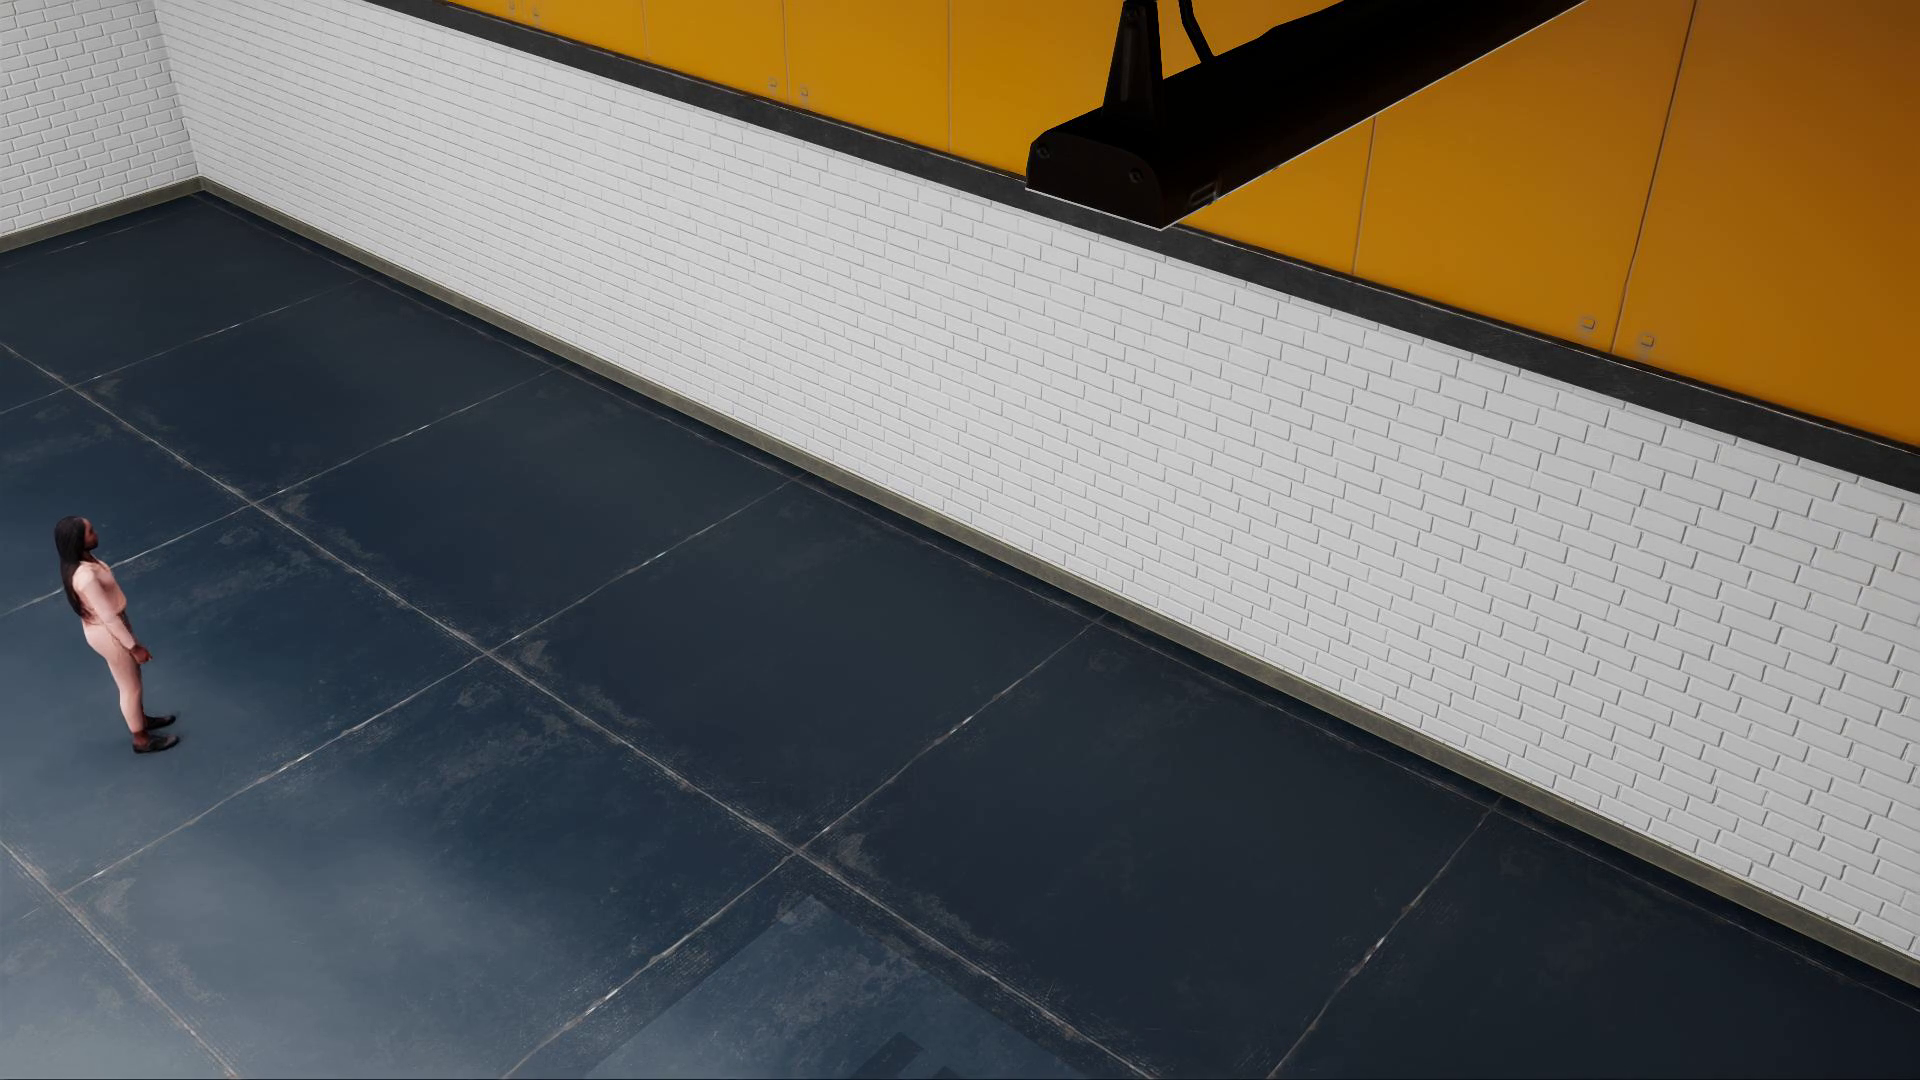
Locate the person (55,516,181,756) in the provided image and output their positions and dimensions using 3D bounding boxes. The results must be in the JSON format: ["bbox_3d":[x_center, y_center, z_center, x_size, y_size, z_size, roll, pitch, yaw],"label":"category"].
[{"bbox_3d":[-5.223,0.603,10.195,0.683,1.719,0.708,-19,38,-26],"label":"person"}]
